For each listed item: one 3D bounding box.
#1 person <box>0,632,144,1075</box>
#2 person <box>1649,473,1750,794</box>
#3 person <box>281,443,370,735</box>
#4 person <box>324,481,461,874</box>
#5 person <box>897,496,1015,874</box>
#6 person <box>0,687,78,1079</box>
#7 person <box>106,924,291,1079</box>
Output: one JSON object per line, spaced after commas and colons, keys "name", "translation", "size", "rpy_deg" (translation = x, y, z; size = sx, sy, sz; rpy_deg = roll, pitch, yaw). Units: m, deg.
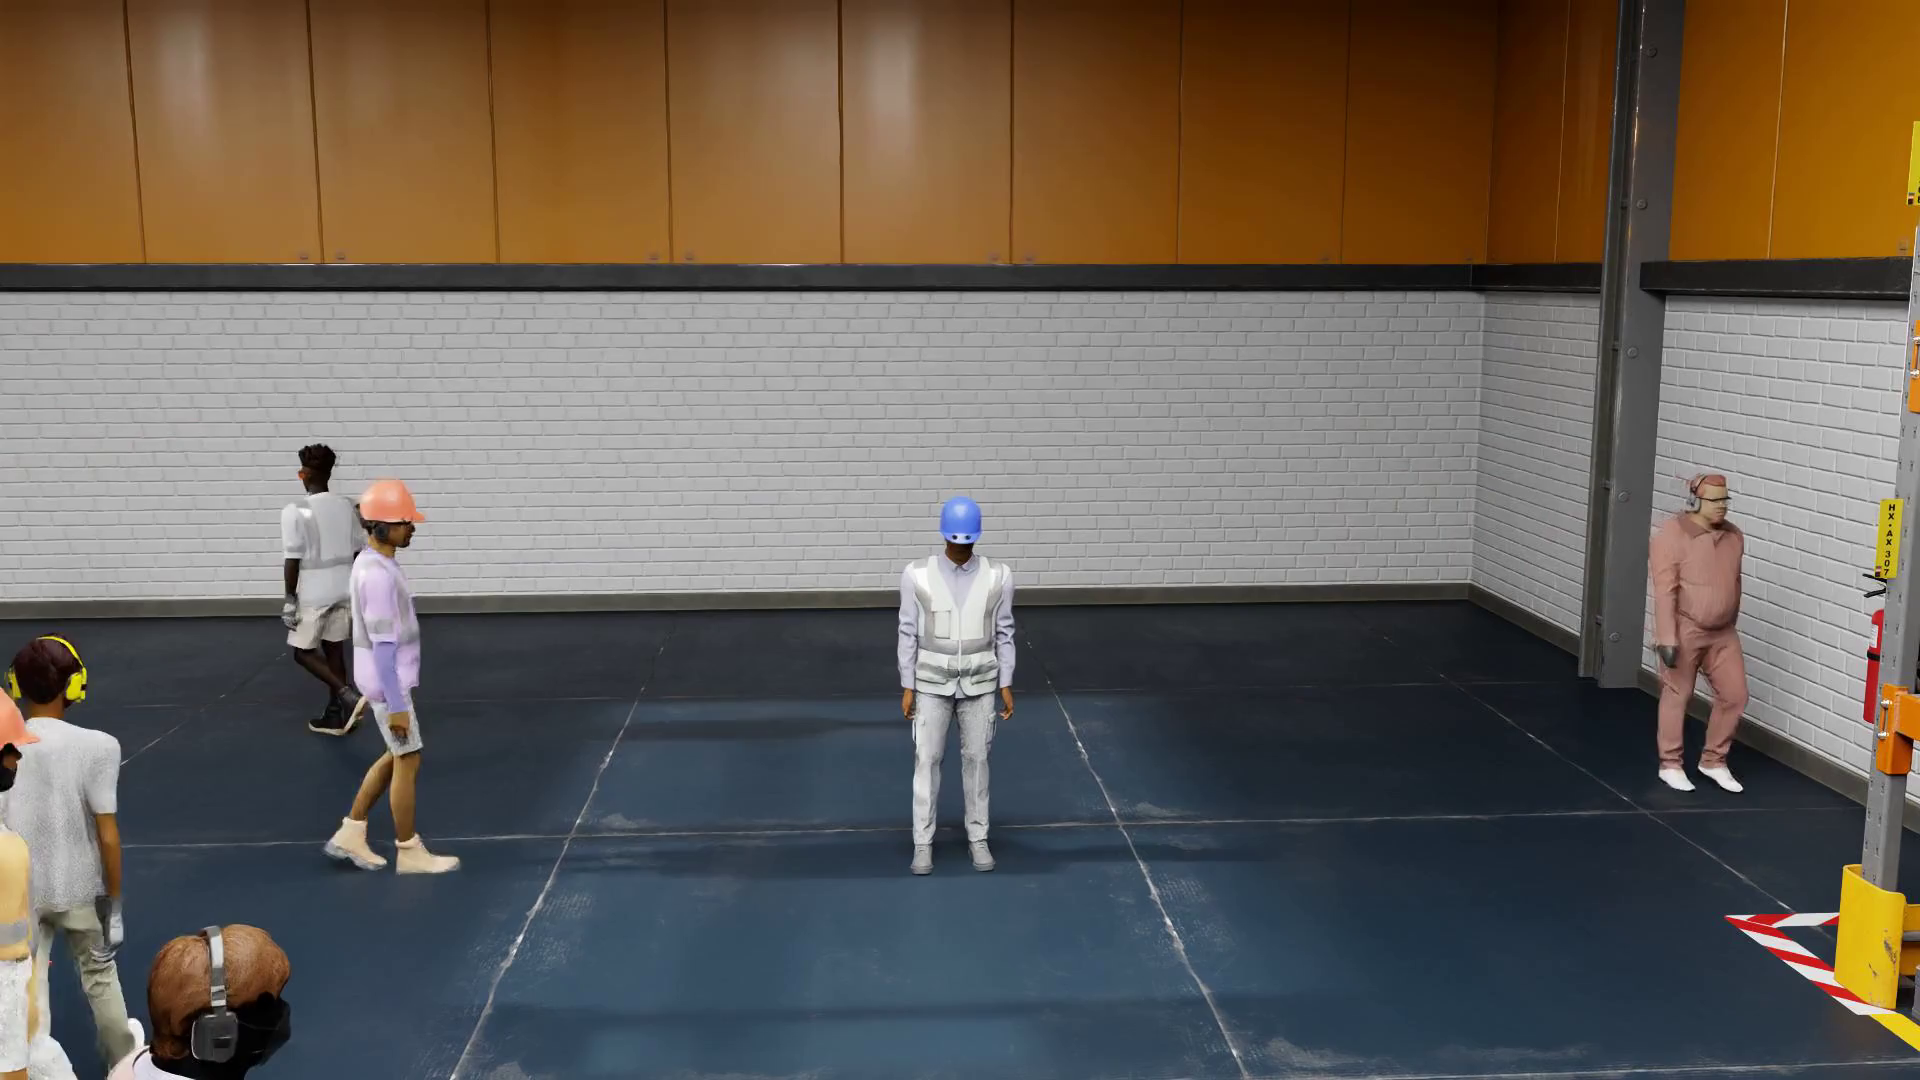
{"name": "person", "translation": [-3.132, 1.219, 5.798], "size": [0.498, 1.809, 1.002], "rpy_deg": [-3, 9, -15]}
{"name": "person", "translation": [4.344, 0.559, 9.685], "size": [0.660, 1.890, 0.556], "rpy_deg": [-2, 9, -15]}
{"name": "person", "translation": [-4.083, 0.345, 10.814], "size": [0.612, 1.952, 0.614], "rpy_deg": [5, 10, 29]}
{"name": "person", "translation": [-2.903, 0.713, 8.357], "size": [0.673, 2.025, 0.662], "rpy_deg": [-3, 10, -20]}
{"name": "person", "translation": [-0.015, 0.732, 8.444], "size": [0.603, 1.937, 0.410], "rpy_deg": [-1, 9, -6]}
{"name": "person", "translation": [-2.817, 1.350, 4.733], "size": [0.565, 1.893, 0.987], "rpy_deg": [4, 10, 24]}
{"name": "person", "translation": [-1.380, 1.621, 3.168], "size": [0.429, 1.839, 0.634], "rpy_deg": [-8, 12, -40]}
